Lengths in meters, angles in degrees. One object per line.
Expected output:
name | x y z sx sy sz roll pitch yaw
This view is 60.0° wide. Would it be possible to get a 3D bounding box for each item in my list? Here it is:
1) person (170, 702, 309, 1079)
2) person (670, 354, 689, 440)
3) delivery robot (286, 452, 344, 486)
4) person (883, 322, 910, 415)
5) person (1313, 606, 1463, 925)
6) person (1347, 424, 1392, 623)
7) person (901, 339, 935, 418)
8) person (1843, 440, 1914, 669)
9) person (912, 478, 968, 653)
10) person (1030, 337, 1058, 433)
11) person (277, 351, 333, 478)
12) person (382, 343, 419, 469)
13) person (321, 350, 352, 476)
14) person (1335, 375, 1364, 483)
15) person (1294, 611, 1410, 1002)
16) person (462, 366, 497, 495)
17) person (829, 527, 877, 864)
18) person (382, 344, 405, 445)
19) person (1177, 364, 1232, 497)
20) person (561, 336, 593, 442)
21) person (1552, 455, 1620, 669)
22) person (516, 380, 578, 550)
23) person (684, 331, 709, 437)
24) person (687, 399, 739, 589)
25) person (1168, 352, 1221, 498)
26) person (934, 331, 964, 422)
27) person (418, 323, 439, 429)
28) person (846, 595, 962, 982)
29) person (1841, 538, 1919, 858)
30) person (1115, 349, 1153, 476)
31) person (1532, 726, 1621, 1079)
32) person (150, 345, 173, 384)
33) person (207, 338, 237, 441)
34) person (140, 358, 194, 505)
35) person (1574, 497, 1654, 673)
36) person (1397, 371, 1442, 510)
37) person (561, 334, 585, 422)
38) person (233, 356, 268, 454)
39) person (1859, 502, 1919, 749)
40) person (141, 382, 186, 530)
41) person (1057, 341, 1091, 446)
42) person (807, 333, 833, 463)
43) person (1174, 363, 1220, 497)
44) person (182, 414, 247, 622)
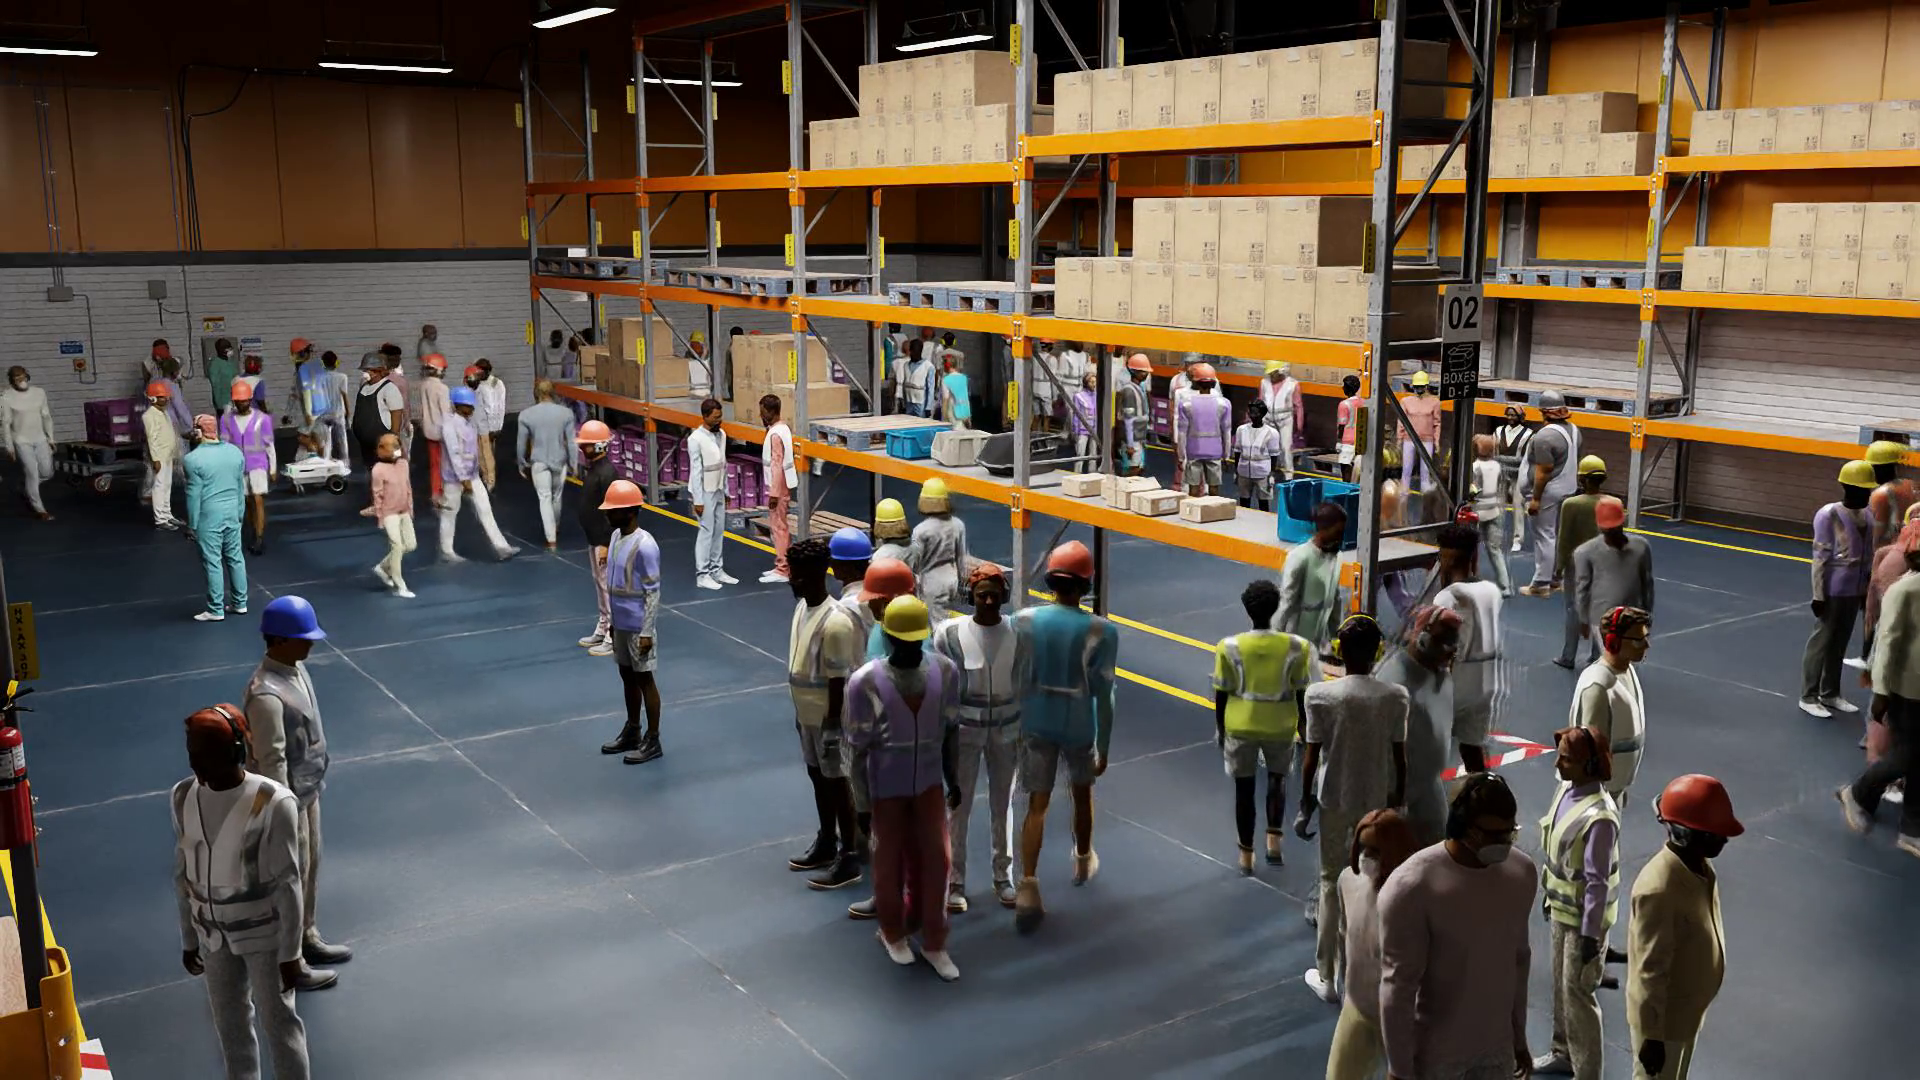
person | -2.777 1.535 6.434 0.568 1.878 0.350 3 12 17
person | -4.251 -1.971 24.980 0.507 1.630 0.266 10 15 40
delivery robot | -8.592 -0.925 22.159 0.707 0.478 0.477 -6 12 -26
person | -1.168 -3.063 30.039 0.429 1.842 0.633 9 14 39
person | 2.246 1.200 8.272 0.666 1.825 1.059 -11 15 -44
person | 3.707 -0.160 15.213 0.388 1.836 0.562 3 11 15
person | -0.617 -1.974 24.267 0.590 1.921 0.392 10 15 40
person | 7.482 0.140 13.476 0.612 1.903 0.457 -8 14 -36
person | -0.249 0.365 12.816 0.508 1.701 0.849 -11 15 -43
person | 1.315 -2.264 25.741 0.381 1.934 0.545 -10 15 -42
person | -9.226 -1.770 23.317 0.670 1.870 0.991 10 15 41
person | -8.168 -1.915 24.119 0.648 1.866 0.584 4 12 21
person | -8.838 -1.747 23.389 0.536 1.822 0.958 -2 11 -8
person | 4.961 -1.245 21.125 0.536 1.693 0.319 -10 15 -43
person | 1.846 1.259 7.847 0.528 1.869 0.313 0 11 1
person | -6.366 -1.463 22.217 0.355 1.703 0.663 -10 15 -41
person | -0.599 0.887 9.549 0.388 1.947 0.613 2 11 11
person | -7.843 -1.731 22.961 0.542 1.932 0.626 -1 11 -5
person | 2.756 -0.968 18.824 0.630 2.040 0.390 1 11 6
person | -6.004 -2.274 26.034 0.586 1.829 0.361 5 12 23
person | 5.139 0.183 13.650 0.515 1.759 0.335 -1 11 -6
person | -4.633 -0.857 18.666 0.647 1.882 1.062 -5 12 -24
person | -4.272 -2.512 27.247 0.600 1.827 0.404 3 11 15
person | -2.492 -0.460 16.563 0.414 1.908 0.592 4 12 20
person | 2.949 -1.455 21.300 0.694 2.000 0.535 7 13 31
person | -0.178 -2.414 26.688 0.506 1.861 0.328 -4 12 -19
person | -9.000 -2.742 28.300 0.440 1.899 0.702 -4 12 -20
person | -0.228 1.203 8.051 0.616 1.897 0.741 -5 12 -23
person | 5.547 0.860 9.649 0.644 1.963 0.530 -3 12 -17
person | 2.441 -1.787 23.550 0.556 1.824 0.409 -2 11 -9
person | 2.574 1.560 6.933 0.314 1.632 0.523 1 11 5
person | -12.046 -2.072 25.196 0.343 1.749 0.573 -4 12 -17
person | -10.632 -1.957 24.132 0.372 1.940 0.632 0 11 0
person | -10.200 -1.411 21.528 1.043 1.876 0.614 -10 15 -40
person | 4.695 0.518 12.015 0.585 1.723 0.507 -1 11 -5
person | 5.758 -1.237 20.890 0.534 1.767 0.317 3 12 17
person | -6.102 -2.397 26.717 0.538 1.802 0.814 3 11 14
person | -9.647 -1.585 22.541 0.640 1.824 0.430 7 13 32
person | 6.523 0.608 11.448 0.533 1.767 0.315 7 13 31
person | -9.450 -1.002 19.718 0.329 1.751 0.563 -2 11 -8
person | 1.873 -2.371 26.521 0.594 1.827 1.004 -7 13 -30
person | -2.207 -2.130 24.993 0.605 1.948 0.389 3 11 16
person | 2.957 -1.272 20.800 0.573 1.876 0.357 3 12 16
person | -6.848 -0.206 15.257 0.410 1.906 0.642 5 12 23
